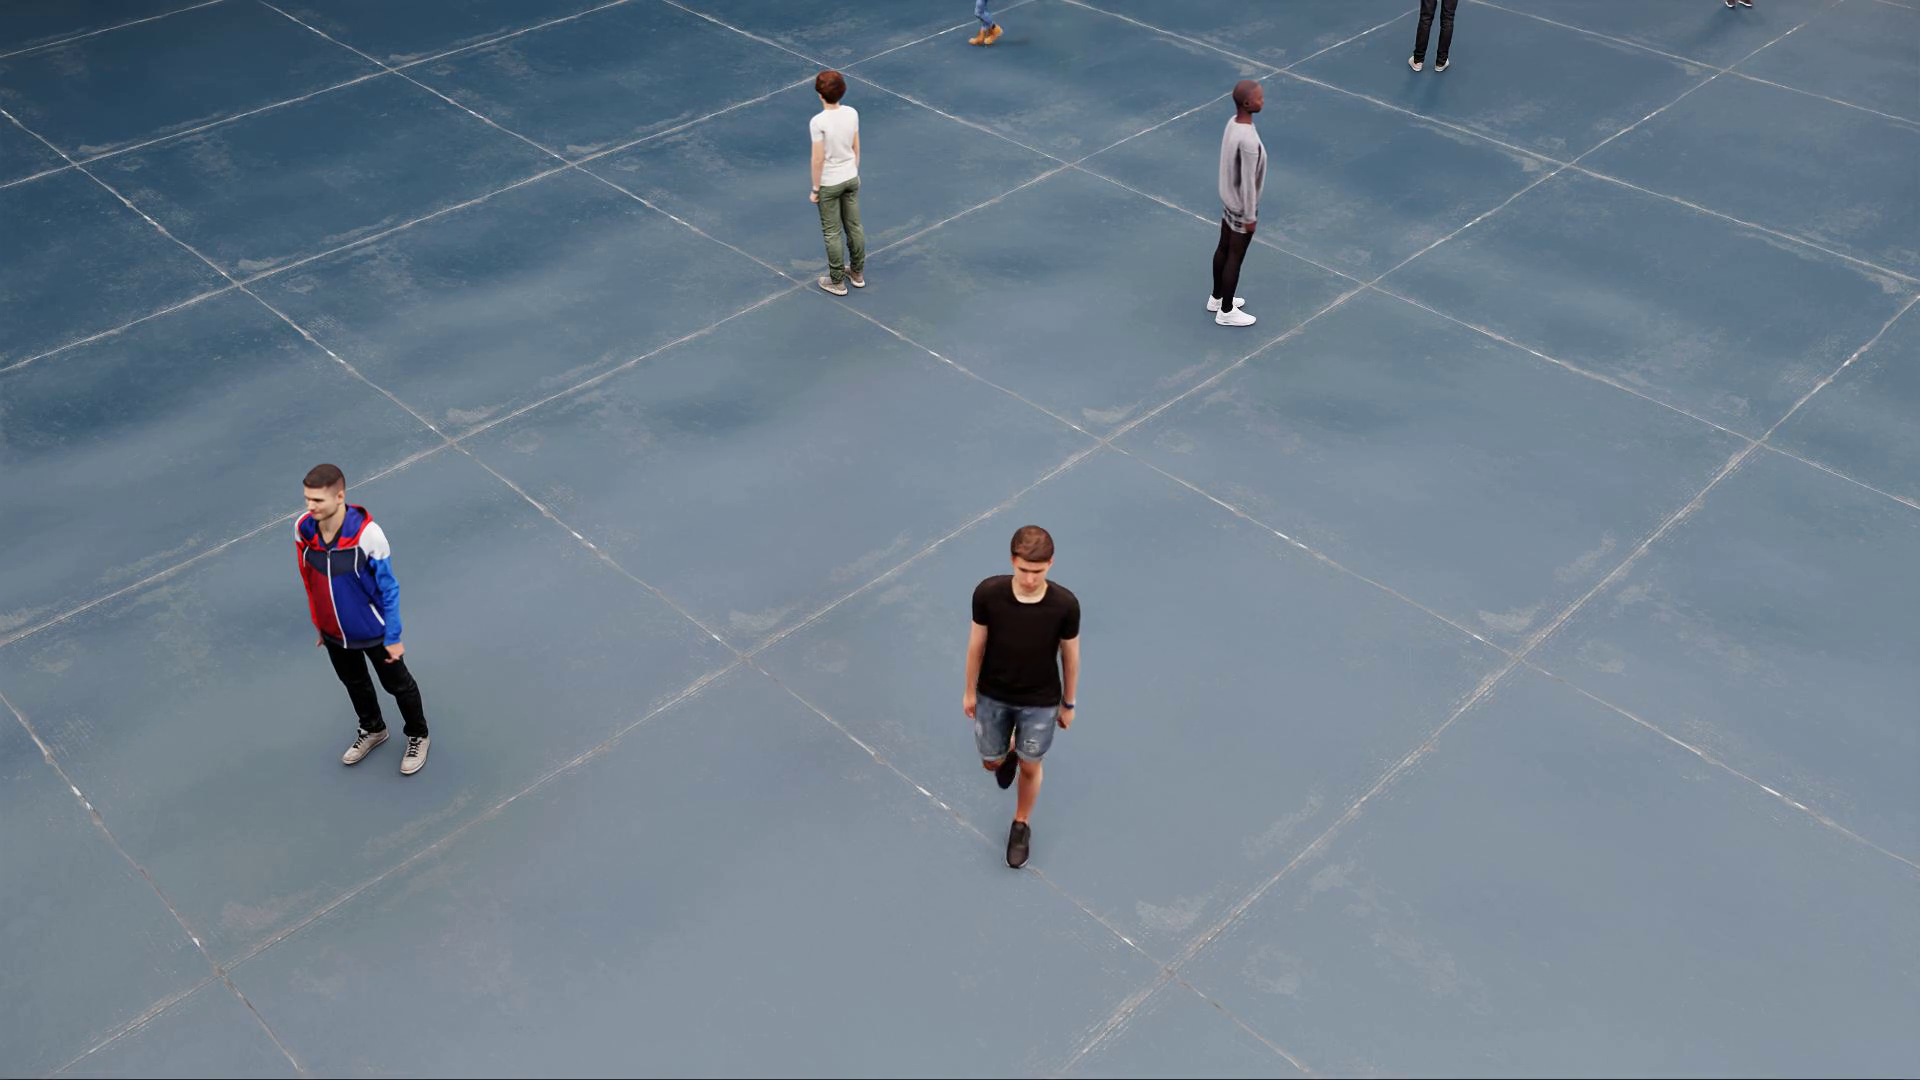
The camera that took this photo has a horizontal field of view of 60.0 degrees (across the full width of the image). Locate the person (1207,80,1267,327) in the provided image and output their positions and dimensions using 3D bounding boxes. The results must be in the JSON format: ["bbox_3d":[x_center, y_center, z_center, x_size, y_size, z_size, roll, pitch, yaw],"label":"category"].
[{"bbox_3d":[1.929,-2.351,11.594,0.729,1.772,0.699,-5,38,-7],"label":"person"}]

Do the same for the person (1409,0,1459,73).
[{"bbox_3d":[4.472,-5.223,15.381,0.702,1.761,0.728,6,38,8],"label":"person"}]

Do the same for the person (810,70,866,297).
[{"bbox_3d":[-0.888,-2.572,11.983,0.495,1.653,0.661,-26,44,-30],"label":"person"}]

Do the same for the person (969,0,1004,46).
[{"bbox_3d":[0.275,-5.385,16.022,0.656,1.243,0.603,-9,38,-11],"label":"person"}]

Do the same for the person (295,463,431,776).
[{"bbox_3d":[-2.893,0.381,8.014,0.721,1.757,0.724,9,38,12],"label":"person"}]

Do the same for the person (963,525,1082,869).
[{"bbox_3d":[0.283,0.636,7.611,0.953,1.838,1.053,6,38,8],"label":"person"}]
